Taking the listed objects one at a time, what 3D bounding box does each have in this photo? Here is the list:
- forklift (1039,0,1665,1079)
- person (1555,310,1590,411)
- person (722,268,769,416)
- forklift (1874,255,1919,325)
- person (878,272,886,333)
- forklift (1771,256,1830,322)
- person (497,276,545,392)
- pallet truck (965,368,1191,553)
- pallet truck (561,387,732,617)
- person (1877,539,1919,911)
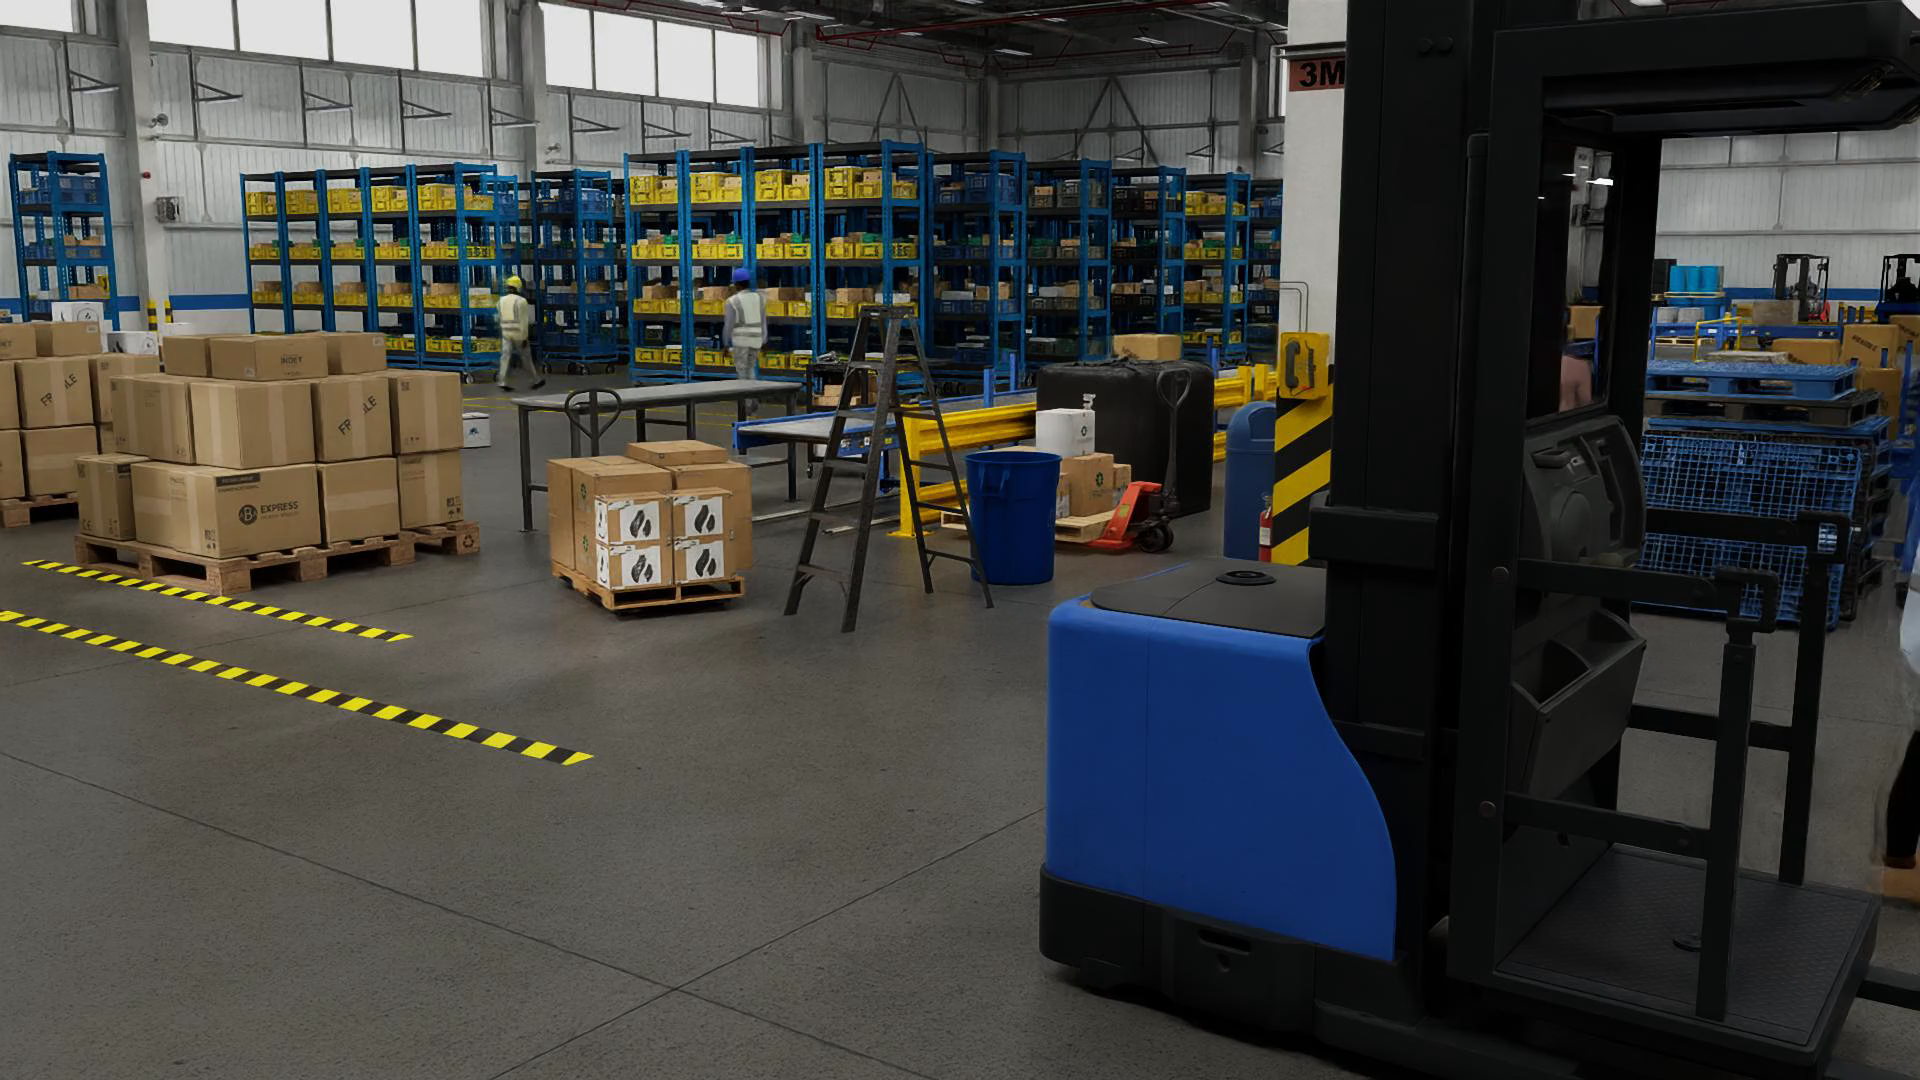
[{"bbox_3d":[1.249,-0.137,4.360,1.873,2.768,1.129,7,12,35],"label":"forklift"},{"bbox_3d":[4.095,-0.769,11.593,0.543,1.714,0.923,4,10,25],"label":"person"},{"bbox_3d":[-2.849,-2.597,21.835,0.633,1.925,0.518,-8,12,-40],"label":"person"},{"bbox_3d":[22.089,-5.634,38.796,1.157,1.987,2.680,6,11,33],"label":"forklift"},{"bbox_3d":[-1.558,-4.674,34.592,0.980,1.799,0.579,-9,13,-43],"label":"person"},{"bbox_3d":[20.253,-5.854,40.139,1.157,1.987,2.680,7,12,35],"label":"forklift"},{"bbox_3d":[-6.867,-3.182,25.764,0.620,1.777,0.946,5,11,26],"label":"person"},{"bbox_3d":[0.845,-0.609,11.869,1.630,1.274,0.653,7,12,35],"label":"pallet truck"},{"bbox_3d":[-1.981,-0.274,10.088,0.680,1.201,1.601,-5,11,-28],"label":"pallet truck"},{"bbox_3d":[3.083,0.352,4.985,0.526,1.676,0.557,6,11,32],"label":"person"}]
